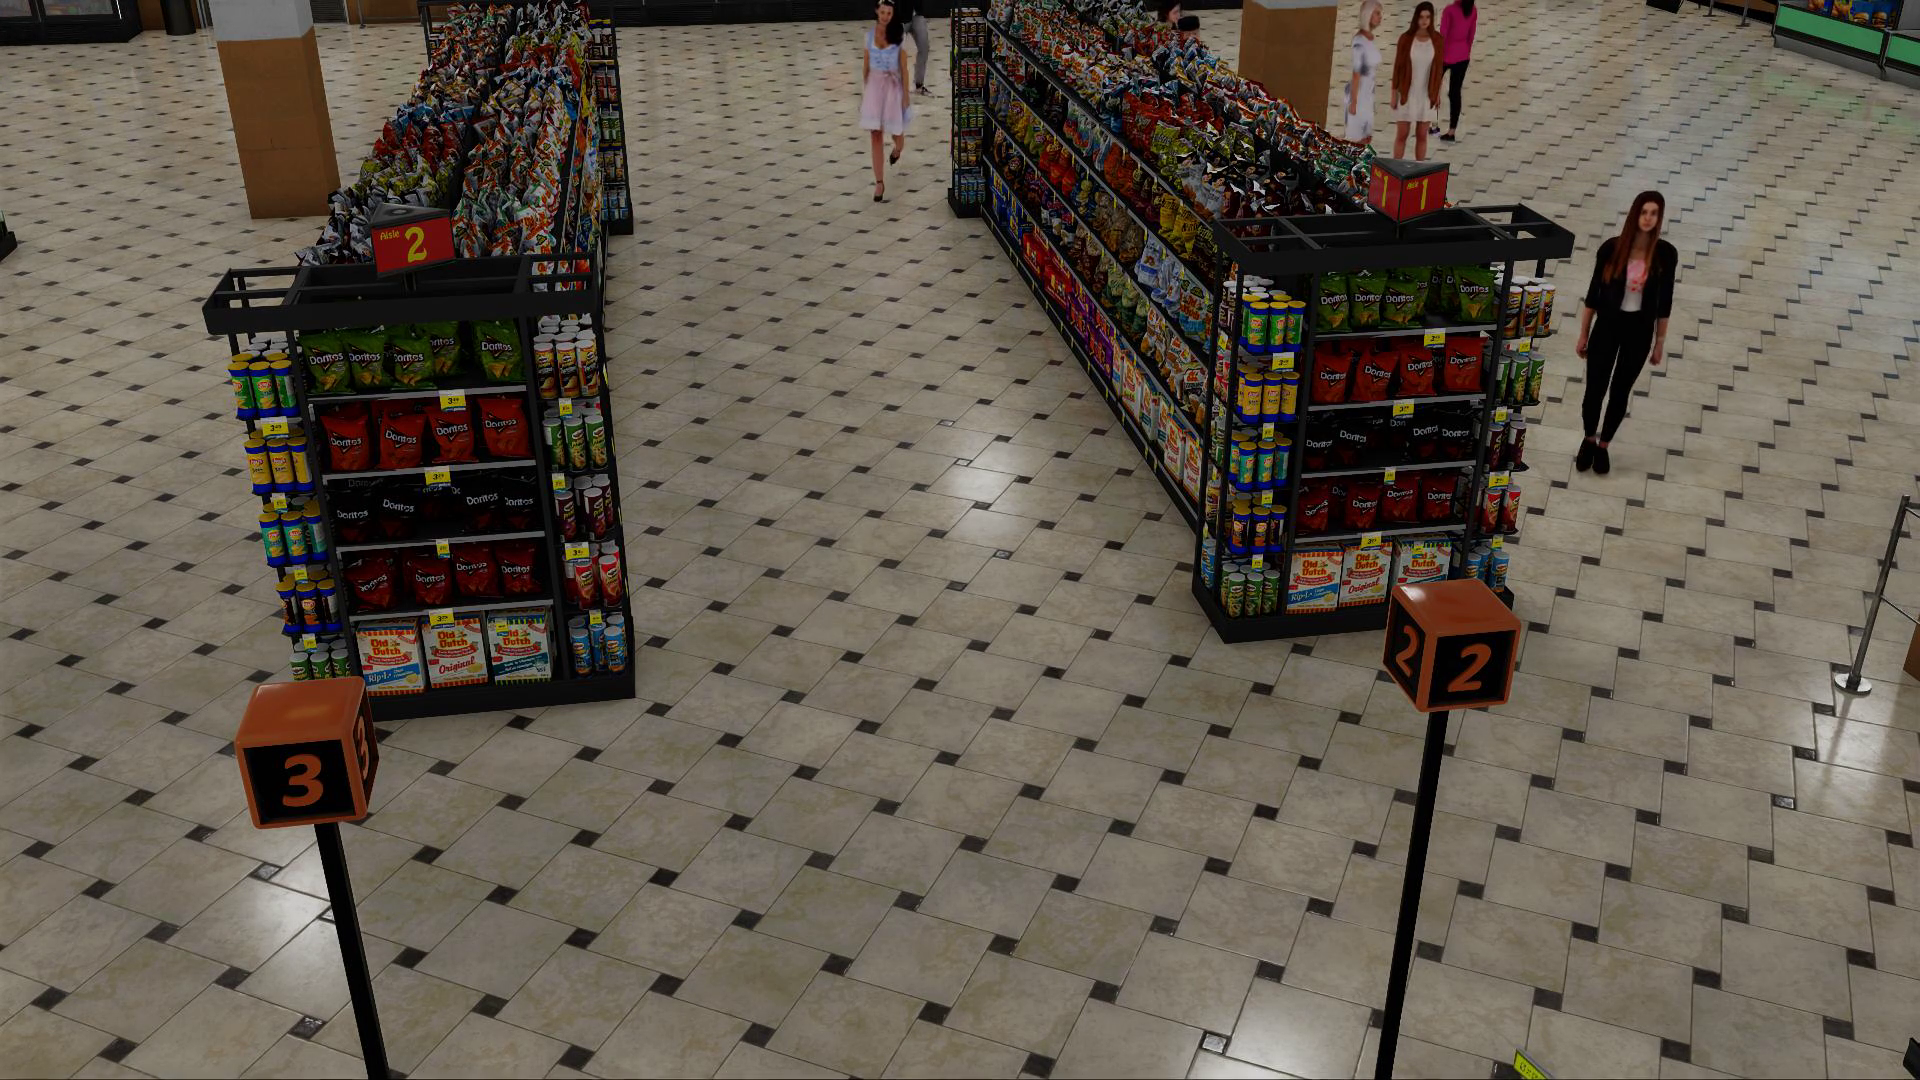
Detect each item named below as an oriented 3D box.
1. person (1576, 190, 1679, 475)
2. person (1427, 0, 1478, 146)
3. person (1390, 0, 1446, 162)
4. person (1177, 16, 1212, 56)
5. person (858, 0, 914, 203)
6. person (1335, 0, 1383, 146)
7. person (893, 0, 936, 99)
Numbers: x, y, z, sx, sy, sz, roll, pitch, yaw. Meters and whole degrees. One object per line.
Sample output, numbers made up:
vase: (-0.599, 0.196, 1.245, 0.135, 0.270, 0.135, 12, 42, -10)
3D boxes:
person: (3.898, -1.241, 9.805, 0.710, 1.707, 0.709, 7, 28, 14)
person: (5.098, -4.893, 17.034, 0.629, 1.681, 0.665, -8, 28, -16)
person: (4.271, -4.177, 15.589, 0.671, 1.712, 0.635, 2, 27, 4)
person: (1.989, -3.922, 15.198, 0.919, 1.610, 1.208, -14, 30, -25)
person: (-0.660, -4.057, 15.269, 0.878, 1.787, 1.193, 4, 27, 8)
person: (3.627, -4.106, 15.425, 0.977, 1.734, 0.956, 14, 30, 26)
person: (-0.681, -6.016, 18.973, 0.912, 1.930, 0.969, -22, 34, -36)
